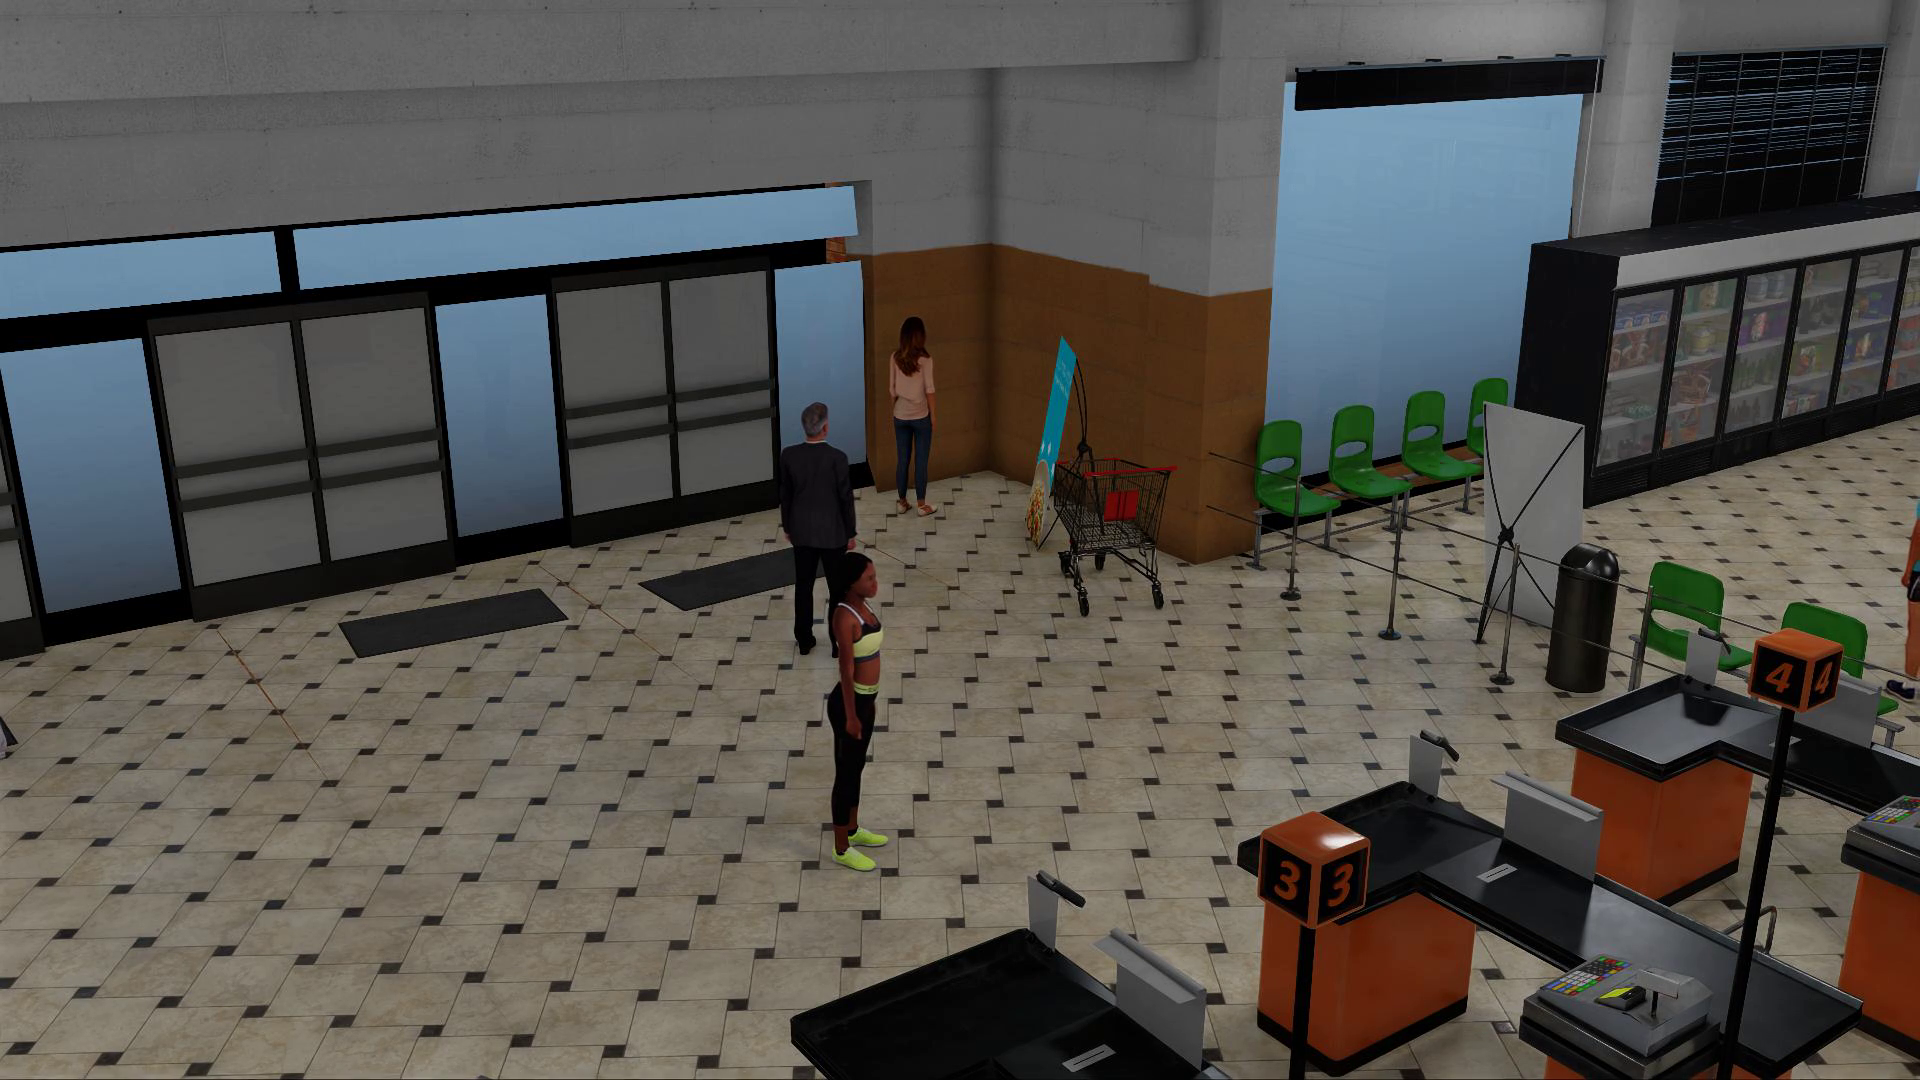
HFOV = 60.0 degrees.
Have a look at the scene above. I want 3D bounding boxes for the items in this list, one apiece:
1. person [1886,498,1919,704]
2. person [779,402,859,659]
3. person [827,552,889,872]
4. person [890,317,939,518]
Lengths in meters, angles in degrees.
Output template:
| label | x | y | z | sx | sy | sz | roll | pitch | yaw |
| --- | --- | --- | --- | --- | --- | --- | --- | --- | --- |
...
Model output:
| label | x | y | z | sx | sy | sz | roll | pitch | yaw |
| --- | --- | --- | --- | --- | --- | --- | --- | --- | --- |
| person | 6.453 | 0.220 | 10.912 | 0.682 | 1.773 | 0.712 | 1 | 19 | 2 |
| person | -0.983 | -0.074 | 11.677 | 0.777 | 1.842 | 0.871 | 6 | 19 | 16 |
| person | -0.583 | 0.897 | 8.936 | 0.689 | 1.754 | 0.640 | 5 | 19 | 13 |
| person | -0.424 | -1.098 | 14.794 | 0.618 | 1.792 | 0.729 | 9 | 20 | 24 |
